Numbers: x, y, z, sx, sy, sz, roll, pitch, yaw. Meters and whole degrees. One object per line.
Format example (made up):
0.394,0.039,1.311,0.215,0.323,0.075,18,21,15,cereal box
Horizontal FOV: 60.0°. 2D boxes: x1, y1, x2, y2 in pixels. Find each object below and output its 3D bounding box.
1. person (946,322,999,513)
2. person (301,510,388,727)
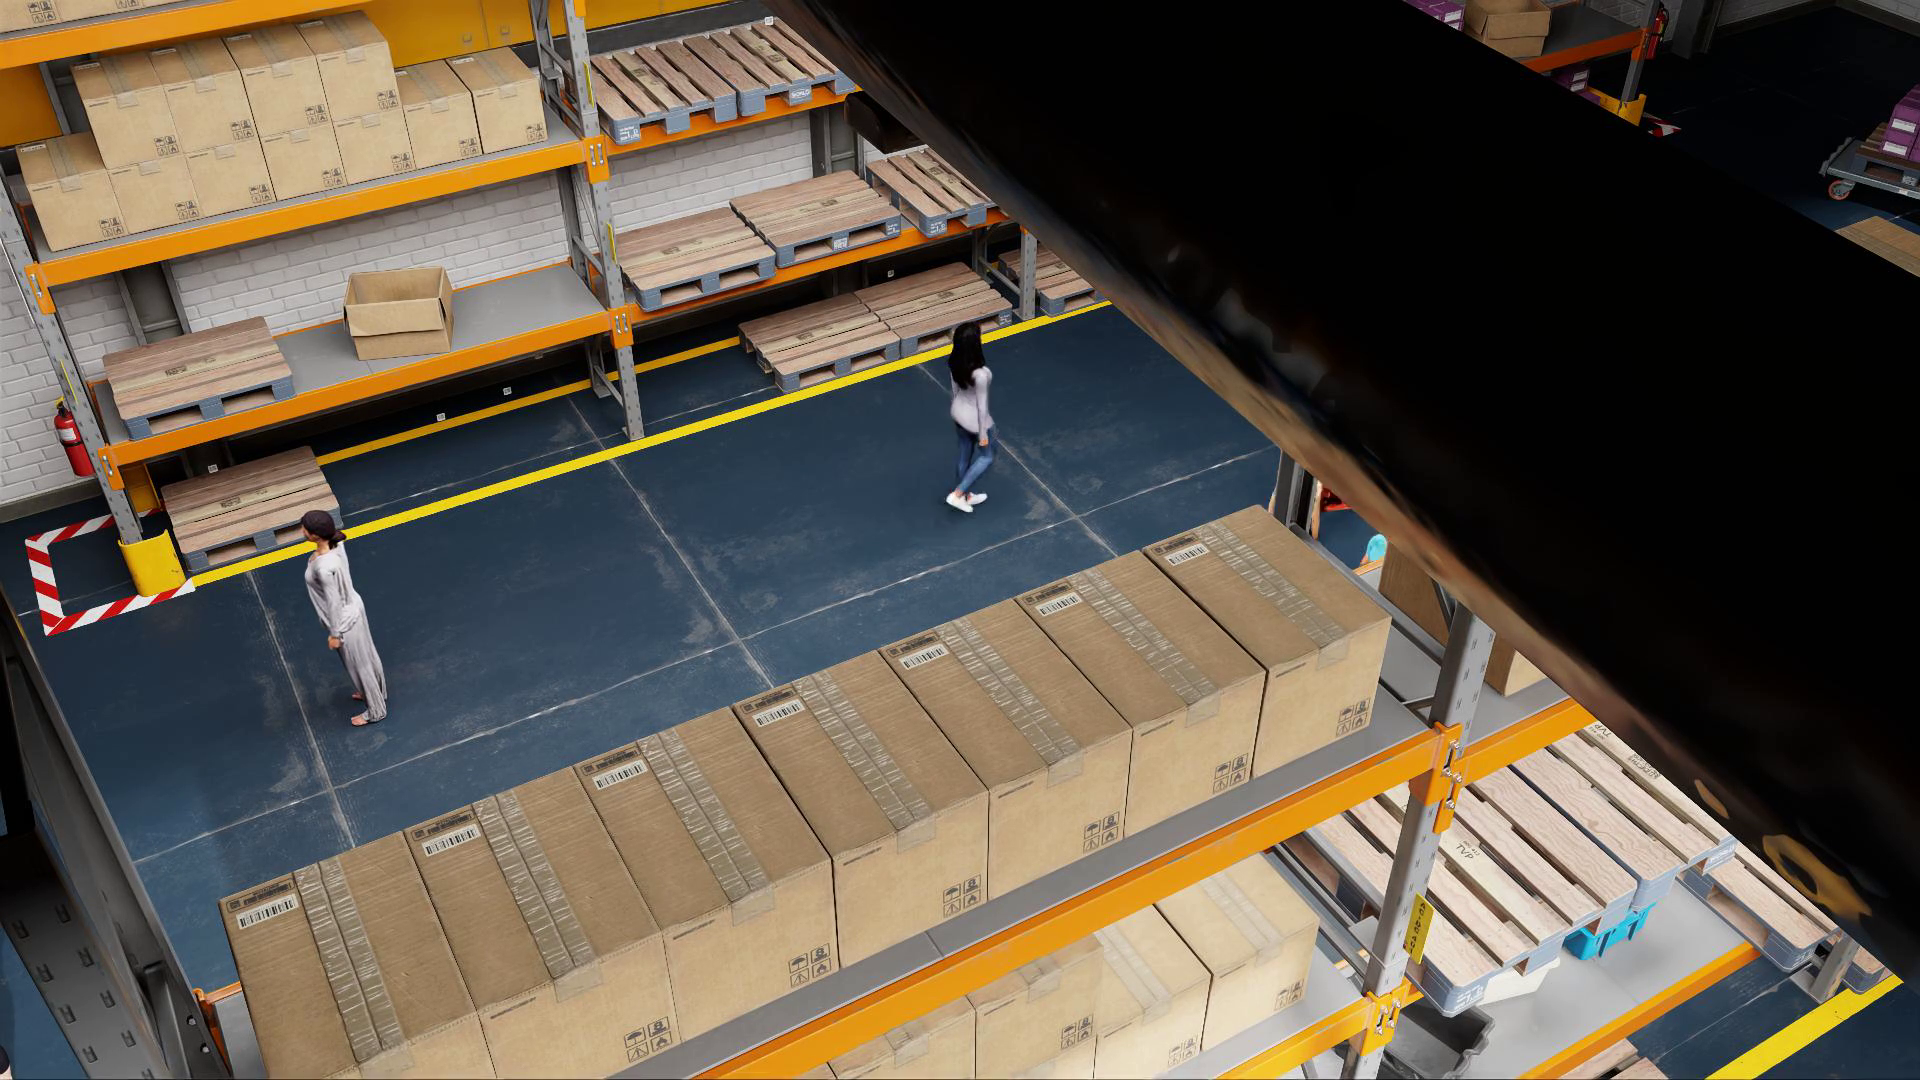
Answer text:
0.010,-0.909,13.098,0.695,1.725,0.657,-23,44,-26,person
-4.171,0.510,11.282,0.648,1.774,0.662,-6,39,-8,person
